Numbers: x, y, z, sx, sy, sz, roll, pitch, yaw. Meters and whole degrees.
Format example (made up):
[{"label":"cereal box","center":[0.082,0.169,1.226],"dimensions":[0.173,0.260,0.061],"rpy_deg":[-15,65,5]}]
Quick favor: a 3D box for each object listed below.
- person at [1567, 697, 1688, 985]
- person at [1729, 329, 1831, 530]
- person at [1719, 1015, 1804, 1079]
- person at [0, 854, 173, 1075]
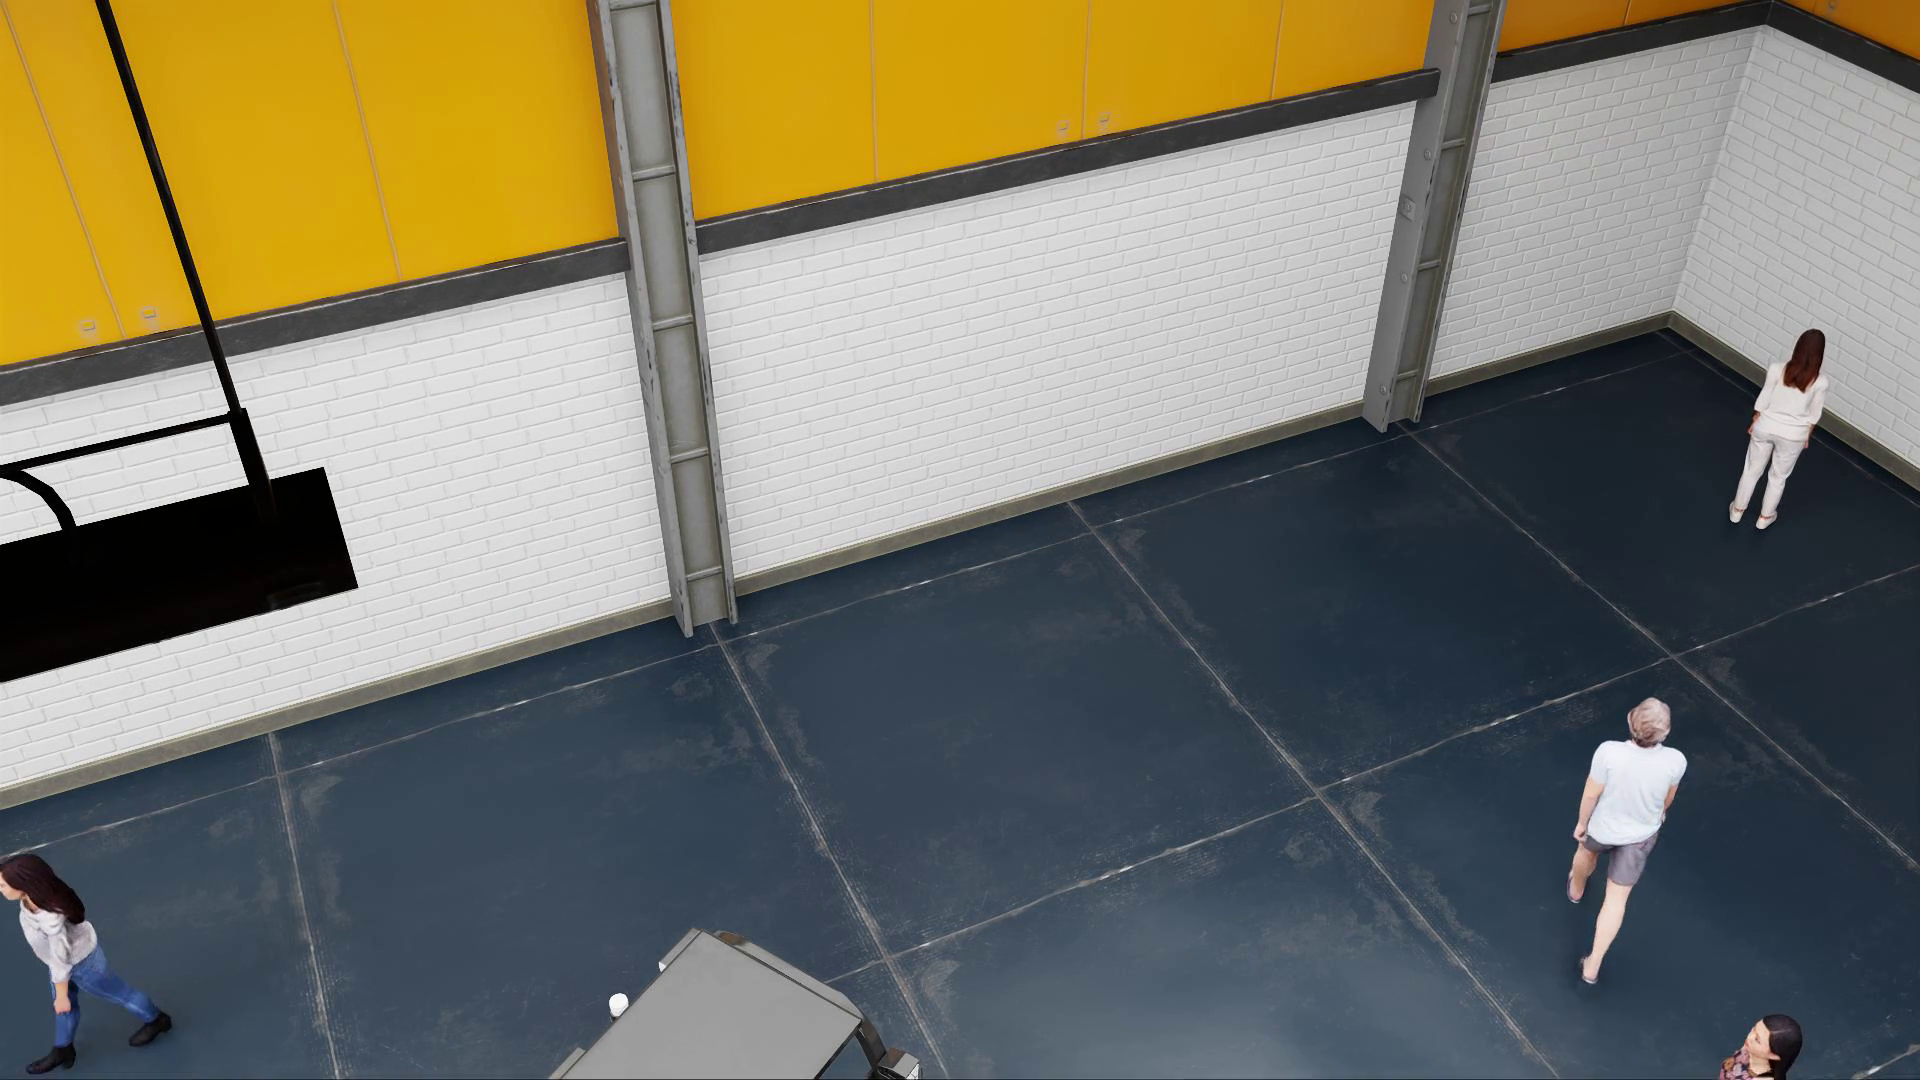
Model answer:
[{"label":"person","center":[3.630,1.658,9.141],"dimensions":[1.135,1.802,1.216],"rpy_deg":[14,41,17]},{"label":"person","center":[6.095,-0.822,12.337],"dimensions":[0.686,1.690,0.712],"rpy_deg":[21,43,24]},{"label":"person","center":[3.670,2.797,7.757],"dimensions":[0.908,1.750,0.837],"rpy_deg":[9,39,11]},{"label":"person","center":[-4.511,2.152,8.684],"dimensions":[1.007,1.602,0.767],"rpy_deg":[-26,46,-29]}]
